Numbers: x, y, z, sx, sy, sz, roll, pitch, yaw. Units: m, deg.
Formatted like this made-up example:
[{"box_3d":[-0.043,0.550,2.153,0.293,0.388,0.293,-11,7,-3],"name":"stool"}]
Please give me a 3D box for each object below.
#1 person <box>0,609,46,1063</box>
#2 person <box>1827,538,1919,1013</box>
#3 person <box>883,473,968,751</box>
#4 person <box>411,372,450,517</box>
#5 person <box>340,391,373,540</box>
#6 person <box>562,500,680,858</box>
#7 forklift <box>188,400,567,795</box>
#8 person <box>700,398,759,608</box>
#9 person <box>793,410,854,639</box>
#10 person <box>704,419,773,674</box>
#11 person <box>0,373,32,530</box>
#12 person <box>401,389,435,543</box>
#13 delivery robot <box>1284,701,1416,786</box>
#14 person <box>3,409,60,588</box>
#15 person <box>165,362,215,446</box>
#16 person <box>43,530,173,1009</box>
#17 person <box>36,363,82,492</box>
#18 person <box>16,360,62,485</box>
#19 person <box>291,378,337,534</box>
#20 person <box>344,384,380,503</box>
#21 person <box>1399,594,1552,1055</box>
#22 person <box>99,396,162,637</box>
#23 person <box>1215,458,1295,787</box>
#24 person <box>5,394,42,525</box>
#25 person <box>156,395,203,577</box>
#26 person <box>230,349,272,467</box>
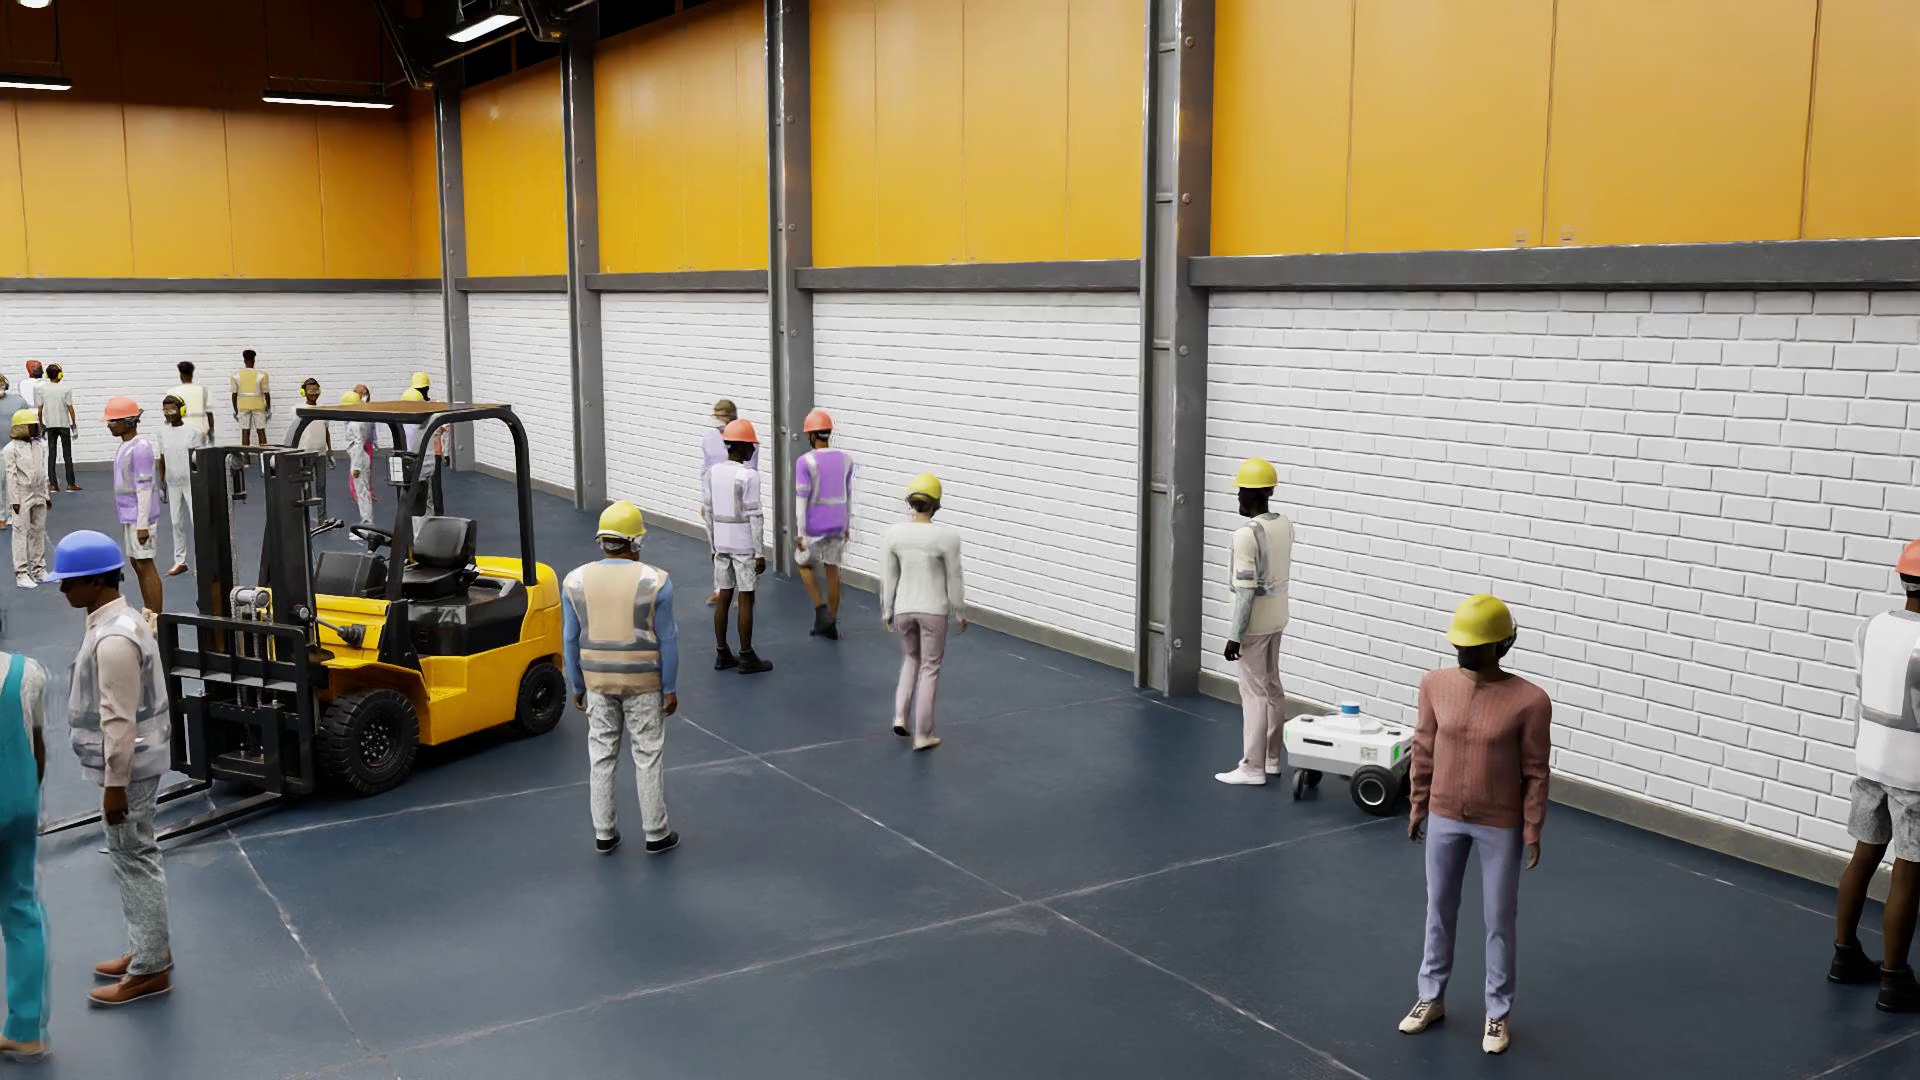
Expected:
[{"box_3d":[-3.742,1.050,6.263,0.721,1.817,0.528,4,9,26],"name":"person"},{"box_3d":[3.845,0.930,6.733,0.399,1.928,0.542,-2,9,-11],"name":"person"},{"box_3d":[-0.231,0.457,10.526,0.525,1.753,0.416,4,9,27],"name":"person"},{"box_3d":[-6.532,-1.086,20.307,0.594,1.924,0.381,-1,9,-9],"name":"person"},{"box_3d":[-7.071,-0.872,19.490,0.313,1.741,0.487,-2,9,-16],"name":"person"},{"box_3d":[-1.713,0.712,8.498,0.591,1.834,0.404,1,9,9],"name":"person"},{"box_3d":[-3.529,0.258,10.348,1.214,2.155,2.313,4,9,25],"name":"forklift"},{"box_3d":[-2.106,-0.335,15.246,0.623,1.927,0.367,6,10,33],"name":"person"},{"box_3d":[-1.143,-0.120,13.832,0.569,1.916,0.413,-6,10,-34],"name":"person"},{"box_3d":[-1.677,0.048,12.641,0.552,1.932,0.365,6,11,37],"name":"person"},{"box_3d":[-11.662,-1.080,20.285,0.640,1.927,0.388,-7,11,-40],"name":"person"},{"box_3d":[-6.014,-0.754,18.382,0.404,1.833,0.592,1,8,4],"name":"person"},{"box_3d":[2.213,1.160,9.453,0.707,0.478,0.477,6,10,34],"name":"delivery robot"},{"box_3d":[-9.150,-0.412,16.373,0.289,1.746,0.487,2,9,11],"name":"person"},{"box_3d":[-10.801,-1.521,23.237,0.986,1.922,0.616,7,11,39],"name":"person"},{"box_3d":[-3.447,0.916,6.797,0.419,1.937,0.612,-4,10,-28],"name":"person"},{"box_3d":[-13.071,-1.623,24.116,0.533,1.871,0.320,-1,9,-8],"name":"person"},{"box_3d":[-13.886,-1.764,25.021,0.573,1.884,0.359,3,9,19],"name":"person"},{"box_3d":[-7.774,-1.014,20.028,0.329,1.868,0.514,7,11,39],"name":"person"},{"box_3d":[-8.250,-1.332,22.947,0.289,1.632,0.497,5,10,32],"name":"person"},{"box_3d":[1.961,1.069,6.341,0.523,1.763,0.329,6,10,35],"name":"person"},{"box_3d":[-6.914,-0.188,13.897,0.398,2.034,0.610,-7,11,-38],"name":"person"},{"box_3d":[1.730,0.480,9.747,0.366,1.927,0.585,6,10,35],"name":"person"},{"box_3d":[-11.720,-1.005,20.728,0.523,1.636,0.310,-6,10,-34],"name":"person"},{"box_3d":[-7.918,-0.551,16.937,0.510,1.861,0.324,1,8,4],"name":"person"},{"box_3d":[-11.757,-2.189,27.608,0.613,1.961,0.368,-2,9,-15],"name":"person"}]
